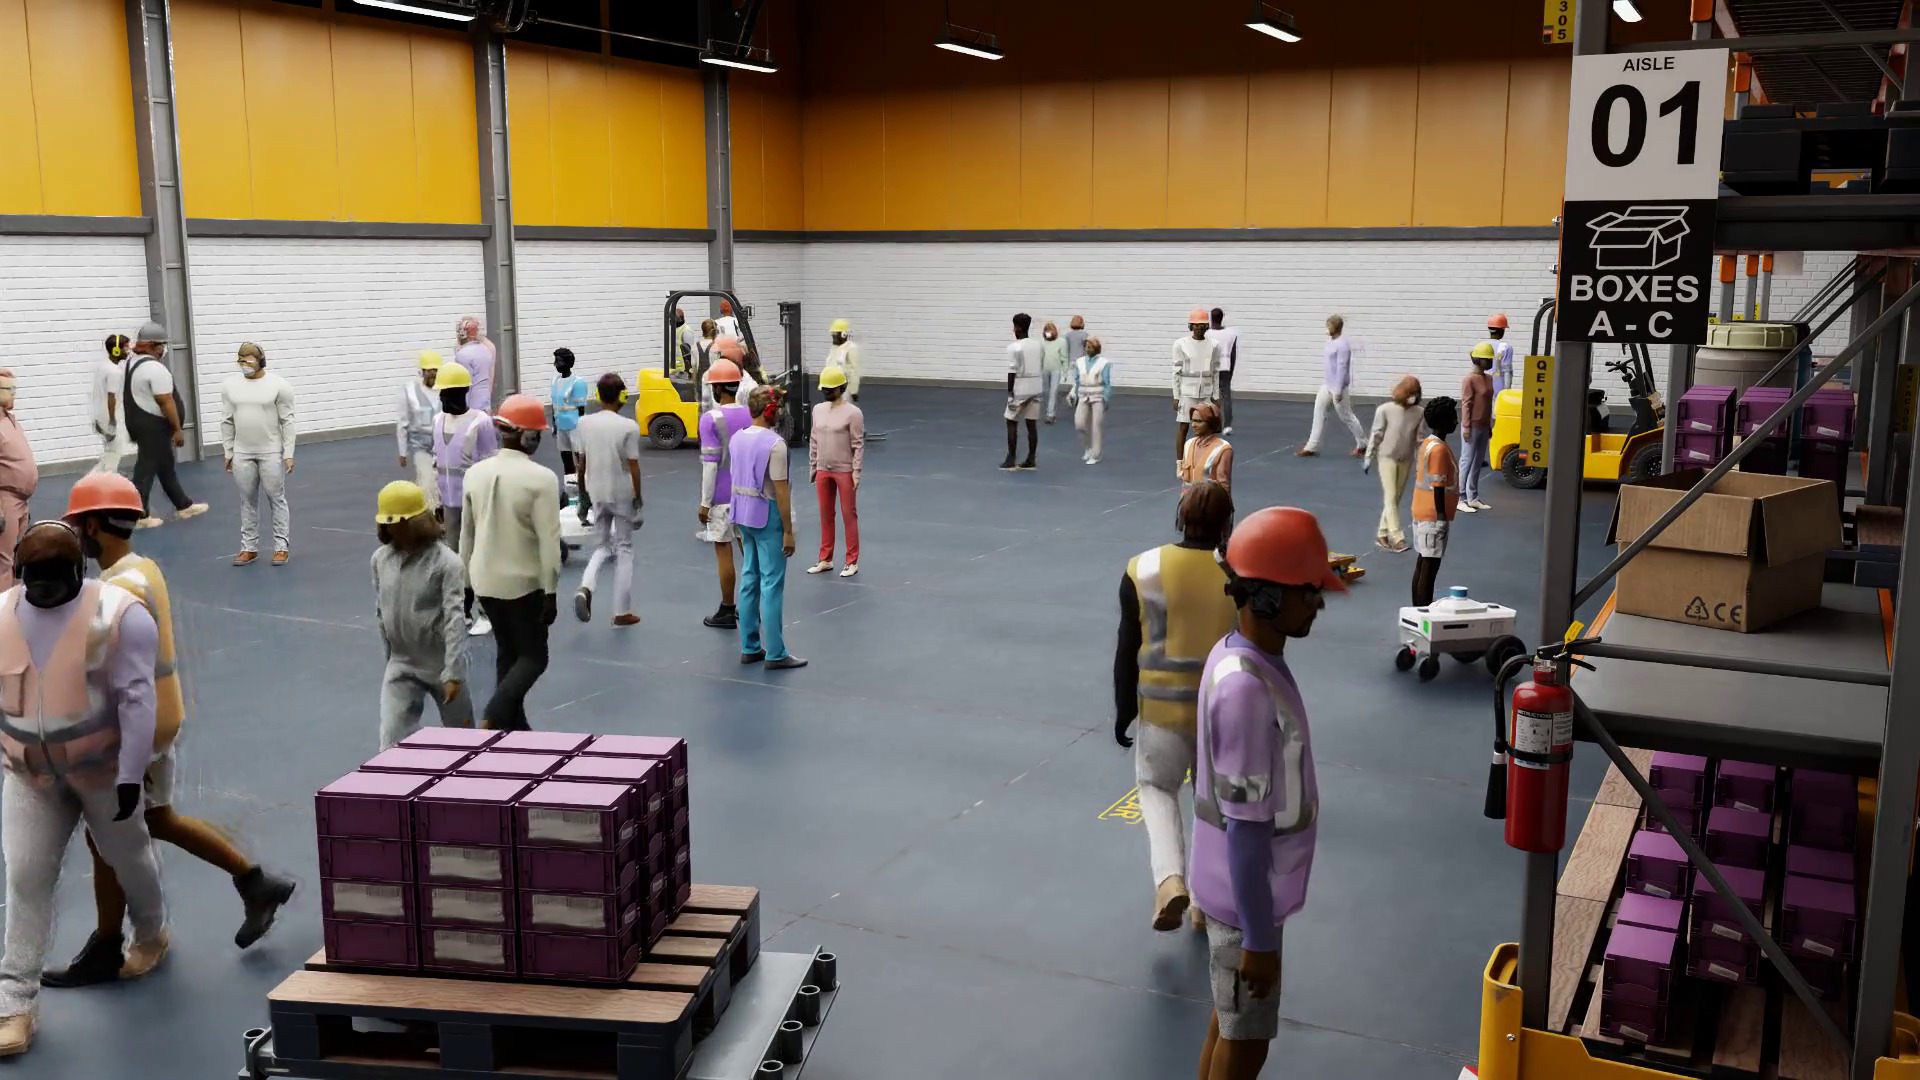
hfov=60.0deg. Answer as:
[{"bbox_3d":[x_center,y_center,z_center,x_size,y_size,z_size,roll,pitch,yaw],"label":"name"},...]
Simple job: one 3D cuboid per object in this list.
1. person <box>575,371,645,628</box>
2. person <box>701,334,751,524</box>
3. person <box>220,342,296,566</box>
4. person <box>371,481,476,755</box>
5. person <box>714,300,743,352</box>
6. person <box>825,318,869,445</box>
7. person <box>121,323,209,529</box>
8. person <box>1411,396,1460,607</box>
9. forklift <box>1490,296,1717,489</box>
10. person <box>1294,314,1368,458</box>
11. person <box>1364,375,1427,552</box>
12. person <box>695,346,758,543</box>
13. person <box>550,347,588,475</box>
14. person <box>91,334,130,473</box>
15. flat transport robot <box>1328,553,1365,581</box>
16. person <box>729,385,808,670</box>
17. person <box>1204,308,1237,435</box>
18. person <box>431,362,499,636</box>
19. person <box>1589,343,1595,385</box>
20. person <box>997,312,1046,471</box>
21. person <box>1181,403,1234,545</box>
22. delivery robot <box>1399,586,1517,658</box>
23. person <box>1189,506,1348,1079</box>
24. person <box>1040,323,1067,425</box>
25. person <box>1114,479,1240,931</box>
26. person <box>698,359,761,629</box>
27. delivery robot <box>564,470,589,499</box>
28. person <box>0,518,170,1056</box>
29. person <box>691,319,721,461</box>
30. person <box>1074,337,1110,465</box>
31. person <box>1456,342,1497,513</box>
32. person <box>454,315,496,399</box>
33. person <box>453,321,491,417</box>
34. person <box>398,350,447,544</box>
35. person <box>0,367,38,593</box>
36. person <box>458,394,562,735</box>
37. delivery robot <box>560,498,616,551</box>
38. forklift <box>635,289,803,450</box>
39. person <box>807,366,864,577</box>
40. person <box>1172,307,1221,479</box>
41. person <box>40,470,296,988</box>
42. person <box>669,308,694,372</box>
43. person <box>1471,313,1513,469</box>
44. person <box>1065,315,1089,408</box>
[{"bbox_3d":[-2.520,-0.261,11.818,0.533,1.841,0.562,3,10,18],"label":"person"},{"bbox_3d":[-2.330,-1.099,16.556,0.554,1.889,1.001,2,10,13],"label":"person"},{"bbox_3d":[-6.032,-0.738,14.315,0.627,1.934,0.371,0,10,-1],"label":"person"},{"bbox_3d":[-2.412,0.572,7.408,0.510,1.685,0.893,2,10,14],"label":"person"},{"bbox_3d":[-3.943,-3.123,28.271,0.574,1.880,0.357,-7,12,-37],"label":"person"},{"bbox_3d":[-1.558,-2.055,22.273,0.499,1.818,0.598,-6,12,-32],"label":"person"},{"bbox_3d":[-7.861,-1.157,16.428,0.704,2.000,0.954,9,13,43],"label":"person"},{"bbox_3d":[3.331,-0.161,11.656,0.319,1.697,0.533,1,10,7],"label":"person"},{"bbox_3d":[7.296,-1.677,18.993,2.313,2.155,1.214,5,11,27],"label":"forklift"},{"bbox_3d":[4.944,-2.000,21.754,1.023,1.898,0.640,-2,10,-11],"label":"person"},{"bbox_3d":[3.959,-0.671,14.889,0.540,1.594,0.779,-2,10,-14],"label":"person"},{"bbox_3d":[-2.017,-0.905,15.602,1.027,1.830,0.639,-5,11,-28],"label":"person"},{"bbox_3d":[-4.167,-1.210,17.770,0.536,1.691,0.323,8,13,40],"label":"person"},{"bbox_3d":[-9.062,-1.269,17.676,0.539,1.833,0.548,-8,12,-38],"label":"person"},{"bbox_3d":[2.583,0.247,13.417,1.431,0.197,0.652,-8,13,-41],"label":"flat transport robot"},{"bbox_3d":[-1.278,-0.080,10.762,0.390,1.844,0.563,-9,13,-42],"label":"person"},{"bbox_3d":[3.839,-2.504,24.732,0.584,1.879,1.004,-1,10,-6],"label":"person"},{"bbox_3d":[-3.498,-0.285,11.707,0.590,1.926,0.388,6,11,30],"label":"person"},{"bbox_3d":[9.458,-2.499,25.369,0.315,1.636,0.515,-3,10,-15],"label":"person"},{"bbox_3d":[0.775,-1.823,20.520,0.624,1.956,0.460,-7,12,-35],"label":"person"},{"bbox_3d":[1.769,-0.170,11.912,0.318,1.630,0.512,-6,11,-31],"label":"person"},{"bbox_3d":[3.171,0.540,10.609,0.707,0.478,0.477,-2,9,-17],"label":"delivery robot"},{"bbox_3d":[0.797,0.921,4.396,0.379,2.043,0.605,1,10,8],"label":"person"},{"bbox_3d":[1.396,-2.611,26.143,0.526,1.581,0.860,4,10,20],"label":"person"},{"bbox_3d":[0.919,0.671,6.476,0.638,1.820,0.524,1,10,4],"label":"person"},{"bbox_3d":[-1.666,-0.316,11.957,0.370,1.901,0.553,9,13,41],"label":"person"},{"bbox_3d":[-3.761,-0.602,17.244,0.477,0.478,0.707,6,11,30],"label":"delivery robot"},{"bbox_3d":[-3.116,0.795,5.885,0.626,1.789,0.921,-1,10,-5],"label":"person"},{"bbox_3d":[-3.215,-1.925,21.460,0.506,1.839,0.343,4,10,20],"label":"person"},{"bbox_3d":[1.672,-1.767,21.146,0.538,1.624,0.369,6,12,32],"label":"person"},{"bbox_3d":[5.398,-1.170,17.306,0.535,1.765,0.322,-10,14,-44],"label":"person"},{"bbox_3d":[-6.147,-1.877,21.001,0.679,1.904,0.422,4,11,24],"label":"person"},{"bbox_3d":[-5.731,-1.608,19.471,0.398,1.899,0.669,2,10,11],"label":"person"},{"bbox_3d":[-4.773,-0.826,15.203,0.623,1.794,0.849,-6,11,-30],"label":"person"},{"bbox_3d":[-6.583,-0.236,11.489,0.411,1.908,0.643,-3,10,-15],"label":"person"},{"bbox_3d":[-2.366,0.233,8.600,0.654,1.965,0.719,5,11,27],"label":"person"},{"bbox_3d":[-3.342,-0.120,14.452,0.707,0.478,0.477,-4,11,-20],"label":"delivery robot"},{"bbox_3d":[-3.358,-2.392,23.136,2.313,2.155,1.214,-1,10,-5],"label":"forklift"},{"bbox_3d":[-1.042,-0.570,13.850,0.523,1.760,0.324,6,11,30],"label":"person"},{"bbox_3d":[2.822,-1.740,19.794,0.605,2.045,0.387,-2,10,-11],"label":"person"},{"bbox_3d":[-2.995,0.683,6.204,0.828,1.904,0.565,-3,10,-18],"label":"person"},{"bbox_3d":[-4.332,-2.661,25.739,0.430,1.836,0.624,-6,12,-31],"label":"person"},{"bbox_3d":[6.642,-1.850,20.738,0.378,1.938,0.547,-8,13,-40],"label":"person"},{"bbox_3d":[2.024,-3.079,28.760,0.630,1.616,0.533,-9,14,-44],"label":"person"}]
